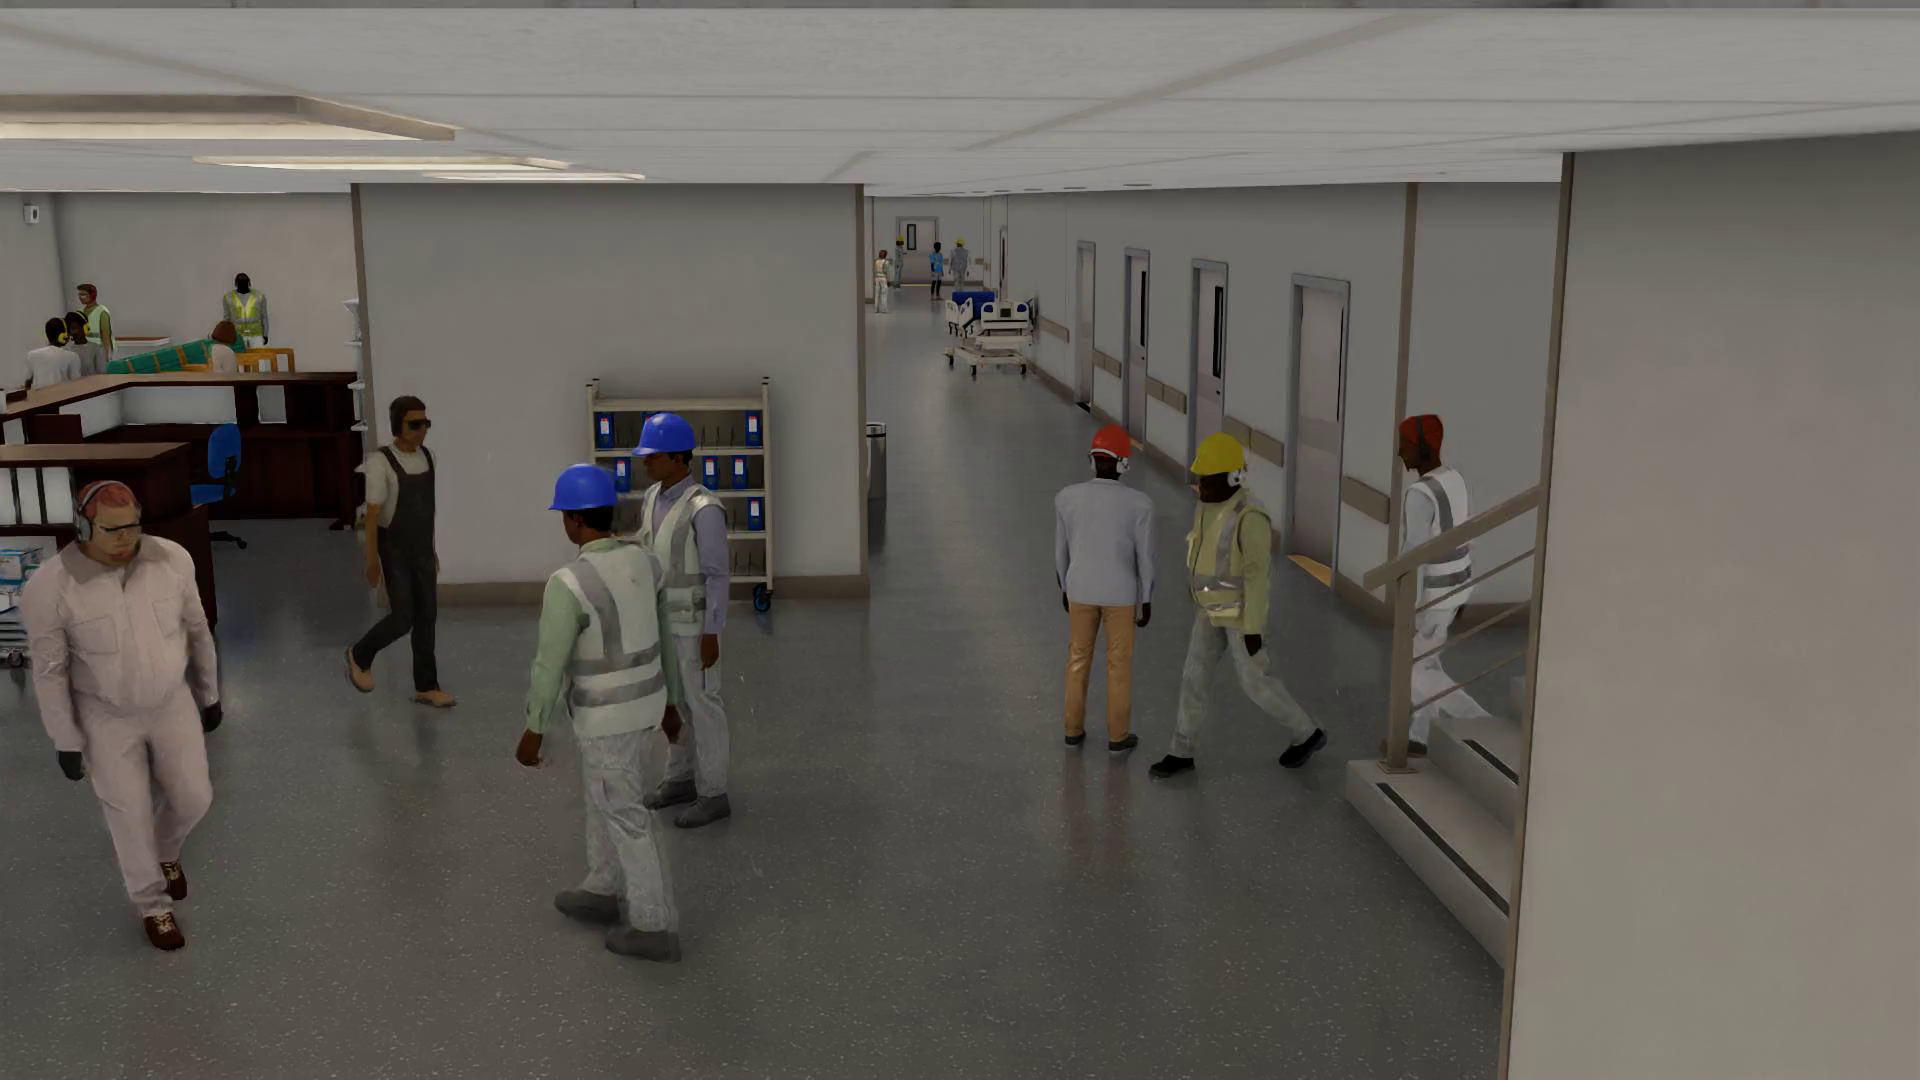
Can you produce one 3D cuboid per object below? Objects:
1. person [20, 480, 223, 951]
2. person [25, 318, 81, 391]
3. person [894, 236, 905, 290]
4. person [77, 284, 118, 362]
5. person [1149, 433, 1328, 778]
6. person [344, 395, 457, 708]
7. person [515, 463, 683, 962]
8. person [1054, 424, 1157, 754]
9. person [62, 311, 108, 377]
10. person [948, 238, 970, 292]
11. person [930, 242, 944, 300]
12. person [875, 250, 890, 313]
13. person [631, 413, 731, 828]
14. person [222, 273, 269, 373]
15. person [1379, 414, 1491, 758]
[{"bbox_3d":[-3.237,0.672,6.482,0.534,1.875,0.690,11,16,42],"label":"person"},{"bbox_3d":[-8.517,-1.177,15.676,0.542,1.813,0.960,0,12,2],"label":"person"},{"bbox_3d":[-1.948,-8.948,53.847,0.340,1.735,0.483,4,12,17],"label":"person"},{"bbox_3d":[-11.260,-2.428,21.746,0.560,1.837,0.390,7,13,30],"label":"person"},{"bbox_3d":[1.431,0.327,8.412,0.881,1.788,0.632,-4,12,-20],"label":"person"},{"bbox_3d":[-3.246,0.070,9.545,0.604,1.830,0.512,5,12,21],"label":"person"},{"bbox_3d":[-1.433,0.660,6.434,0.805,1.911,0.623,5,12,21],"label":"person"},{"bbox_3d":[0.775,0.260,8.814,0.566,1.747,0.346,5,12,22],"label":"person"},{"bbox_3d":[-8.426,-1.271,16.015,0.507,1.865,0.329,3,12,12],"label":"person"},{"bbox_3d":[-0.034,-7.967,48.937,0.593,1.779,0.913,-2,12,-9],"label":"person"},{"bbox_3d":[-0.673,-7.835,48.499,0.317,1.696,0.541,8,14,35],"label":"person"},{"bbox_3d":[-2.009,-6.682,43.030,0.514,1.630,0.318,10,15,41],"label":"person"},{"bbox_3d":[-1.309,0.371,7.776,0.405,1.946,0.612,-10,15,-40],"label":"person"},{"bbox_3d":[-10.712,-3.091,24.992,0.622,1.835,0.431,-5,12,-22],"label":"person"},{"bbox_3d":[2.486,0.289,8.396,0.685,1.859,0.619,7,14,32],"label":"person"}]
